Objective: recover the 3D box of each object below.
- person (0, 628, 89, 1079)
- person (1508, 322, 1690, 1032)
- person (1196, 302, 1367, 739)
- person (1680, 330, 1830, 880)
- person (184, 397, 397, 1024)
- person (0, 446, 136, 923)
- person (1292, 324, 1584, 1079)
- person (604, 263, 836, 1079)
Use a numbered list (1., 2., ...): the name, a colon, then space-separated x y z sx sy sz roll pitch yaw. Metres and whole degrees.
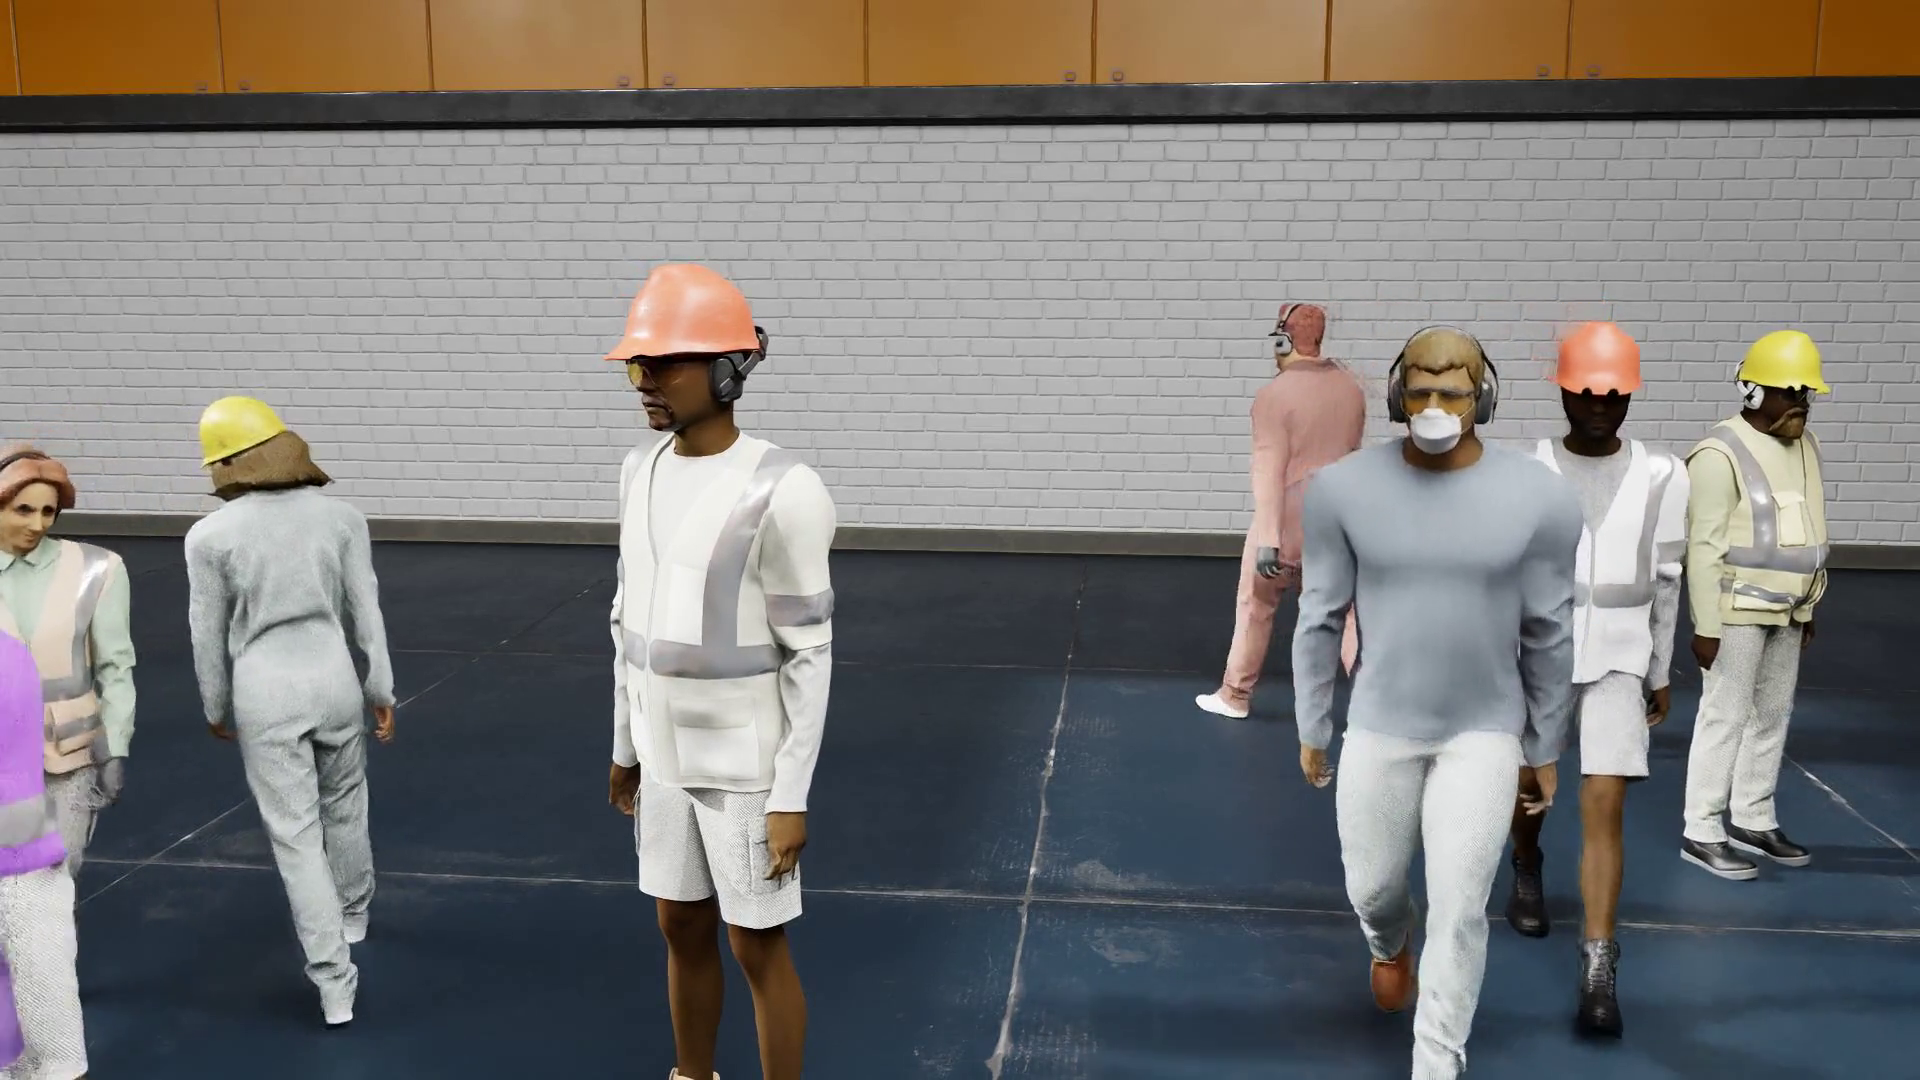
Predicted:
1. person: -1.568 0.718 2.389 0.583 1.910 0.643 2 10 9
2. person: 1.732 0.327 4.705 0.572 1.883 1.019 2 10 13
3. person: 1.480 -0.077 7.083 0.664 1.864 0.994 -7 12 -35
4. person: 2.637 0.215 5.522 0.607 1.819 0.403 -6 12 -32
5. person: -1.833 0.442 4.609 0.509 1.676 0.788 -9 13 -42
6. person: -2.366 0.557 4.203 0.540 1.596 0.758 -7 12 -35
7. person: 1.133 0.433 4.014 0.639 1.919 0.769 3 10 18
8. person: -0.539 0.453 3.506 0.605 2.045 0.379 8 13 39
